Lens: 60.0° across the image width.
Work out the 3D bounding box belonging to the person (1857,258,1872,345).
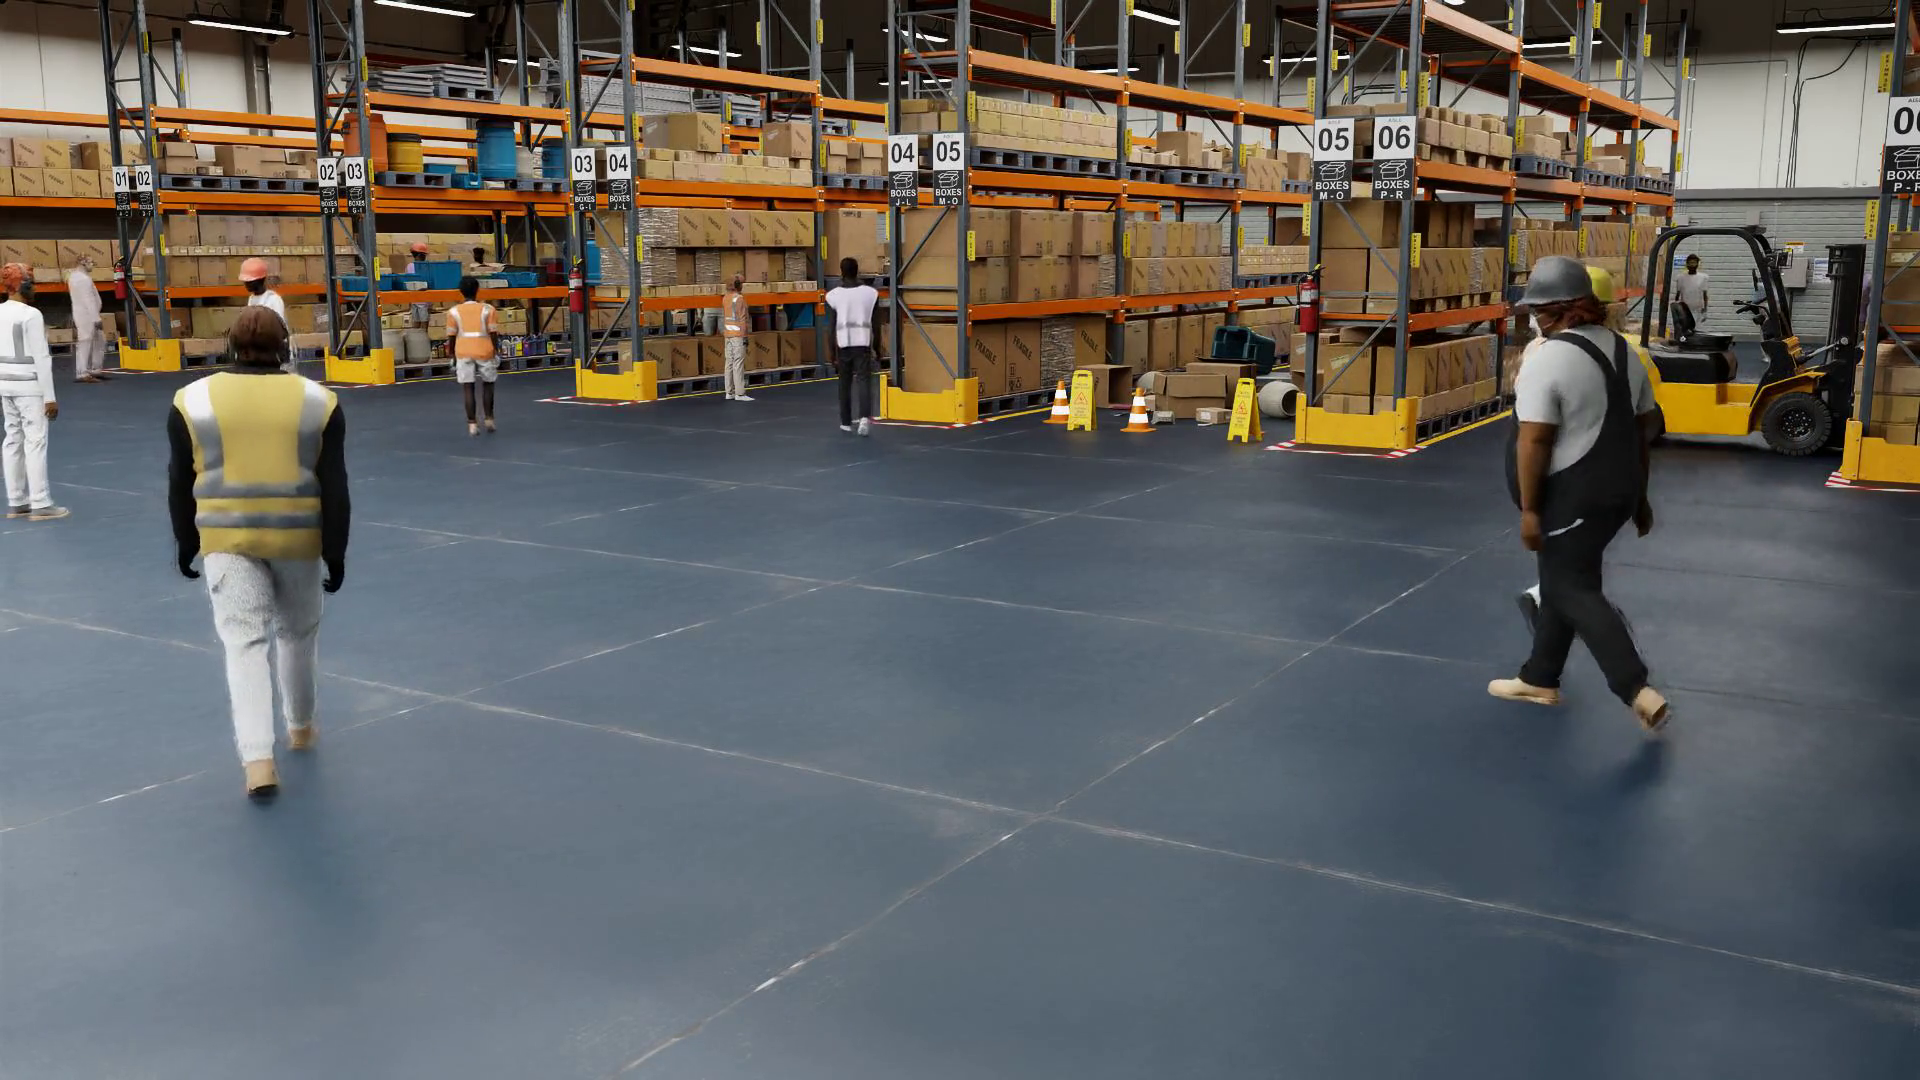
[{"bbox_3d":[12.839,-3.193,23.922,0.588,1.918,0.397,6,12,29],"label":"person"}]

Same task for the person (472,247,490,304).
[{"bbox_3d":[-10.220,-5.275,35.476,0.640,1.952,0.417,9,13,40],"label":"person"}]

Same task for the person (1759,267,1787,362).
[{"bbox_3d":[13.816,-3.825,28.254,0.550,1.624,0.405,-1,10,-8],"label":"person"}]

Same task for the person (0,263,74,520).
[{"bbox_3d":[-6.854,-1.083,12.202,0.576,1.882,0.348,5,11,26],"label":"person"}]

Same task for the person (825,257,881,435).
[{"bbox_3d":[-1.125,-2.064,17.687,0.594,1.888,0.941,-2,10,-9],"label":"person"}]

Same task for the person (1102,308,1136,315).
[{"bbox_3d":[2.566,-3.689,27.060,0.527,1.787,0.981,7,12,35],"label":"person"}]

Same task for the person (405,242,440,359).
[{"bbox_3d":[-9.318,-4.122,28.772,0.605,2.045,0.372,9,13,40],"label":"person"}]

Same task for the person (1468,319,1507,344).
[{"bbox_3d":[10.437,-4.786,32.945,0.817,1.873,0.559,2,10,13],"label":"person"}]

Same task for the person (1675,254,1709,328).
[{"bbox_3d":[11.884,-3.704,27.053,0.517,1.825,0.900,4,11,23],"label":"person"}]

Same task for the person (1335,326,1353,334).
[{"bbox_3d":[6.407,-3.831,27.517,0.561,1.901,0.858,6,12,28],"label":"person"}]

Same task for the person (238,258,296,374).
[{"bbox_3d":[-6.667,-1.771,16.044,0.575,1.873,0.991,7,13,36],"label":"person"}]

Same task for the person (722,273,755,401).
[{"bbox_3d":[-2.877,-2.600,21.364,0.307,1.644,0.514,-7,13,-36],"label":"person"}]

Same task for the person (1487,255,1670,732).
[{"bbox_3d":[2.652,-0.223,6.937,0.715,2.000,0.905,-8,13,-37],"label":"person"}]

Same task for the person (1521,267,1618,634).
[{"bbox_3d":[3.034,-0.407,8.352,0.614,1.910,0.588,-8,13,-38],"label":"person"}]

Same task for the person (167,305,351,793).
[{"bbox_3d":[-2.638,0.014,6.300,0.627,1.799,0.954,-4,11,-23],"label":"person"}]

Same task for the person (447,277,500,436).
[{"bbox_3d":[-5.150,-1.951,17.645,0.543,1.658,0.755,-2,10,-9],"label":"person"}]

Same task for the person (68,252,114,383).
[{"bbox_3d":[-12.639,-3.238,24.248,0.663,1.881,0.664,-7,12,-34],"label":"person"}]

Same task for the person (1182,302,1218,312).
[{"bbox_3d":[4.248,-4.147,29.371,0.657,1.885,0.688,7,12,35],"label":"person"}]

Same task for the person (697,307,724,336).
[{"bbox_3d":[-3.692,-3.440,25.285,0.626,1.931,0.376,0,10,1],"label":"person"}]
